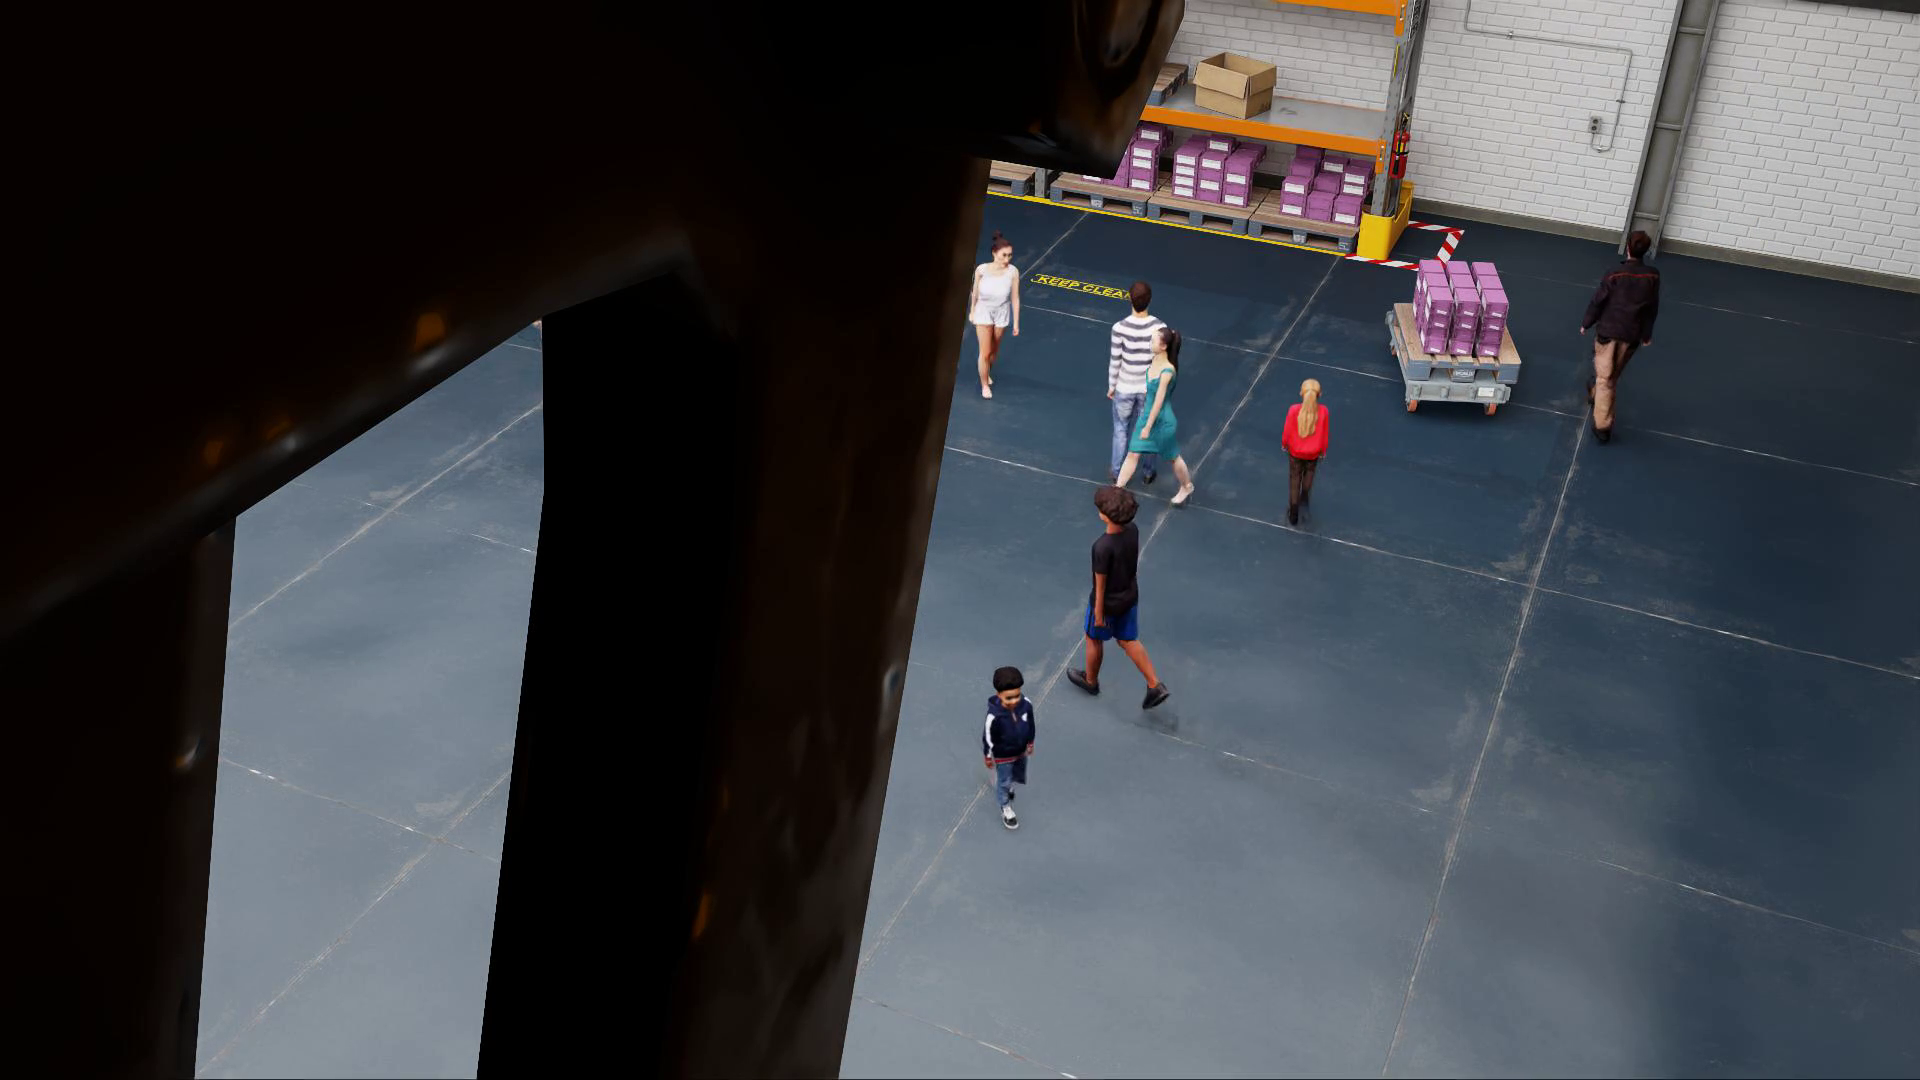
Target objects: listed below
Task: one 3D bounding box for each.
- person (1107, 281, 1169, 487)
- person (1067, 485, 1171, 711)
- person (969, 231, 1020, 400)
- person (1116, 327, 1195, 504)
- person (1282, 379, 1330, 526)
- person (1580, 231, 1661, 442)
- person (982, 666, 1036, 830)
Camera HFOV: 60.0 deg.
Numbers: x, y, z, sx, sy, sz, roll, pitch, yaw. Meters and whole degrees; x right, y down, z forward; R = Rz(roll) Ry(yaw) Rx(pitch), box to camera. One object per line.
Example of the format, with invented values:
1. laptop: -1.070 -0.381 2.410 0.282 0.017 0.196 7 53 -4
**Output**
1. person: 1.489 -1.305 14.060 0.634 1.849 0.784 -1 34 -1
2. person: 1.141 0.431 11.514 0.869 1.776 1.151 -28 43 -35
3. person: 0.274 -2.137 15.543 0.816 1.591 0.856 -2 34 -3
4. person: 1.714 -0.957 13.730 1.068 1.634 0.965 -9 35 -13
5. person: 2.839 -0.707 13.687 0.713 1.266 0.709 2 34 3
6. person: 5.836 -1.759 14.707 1.207 1.889 1.083 1 34 2
7. person: 0.301 1.292 10.725 0.669 1.215 0.730 -16 37 -22
